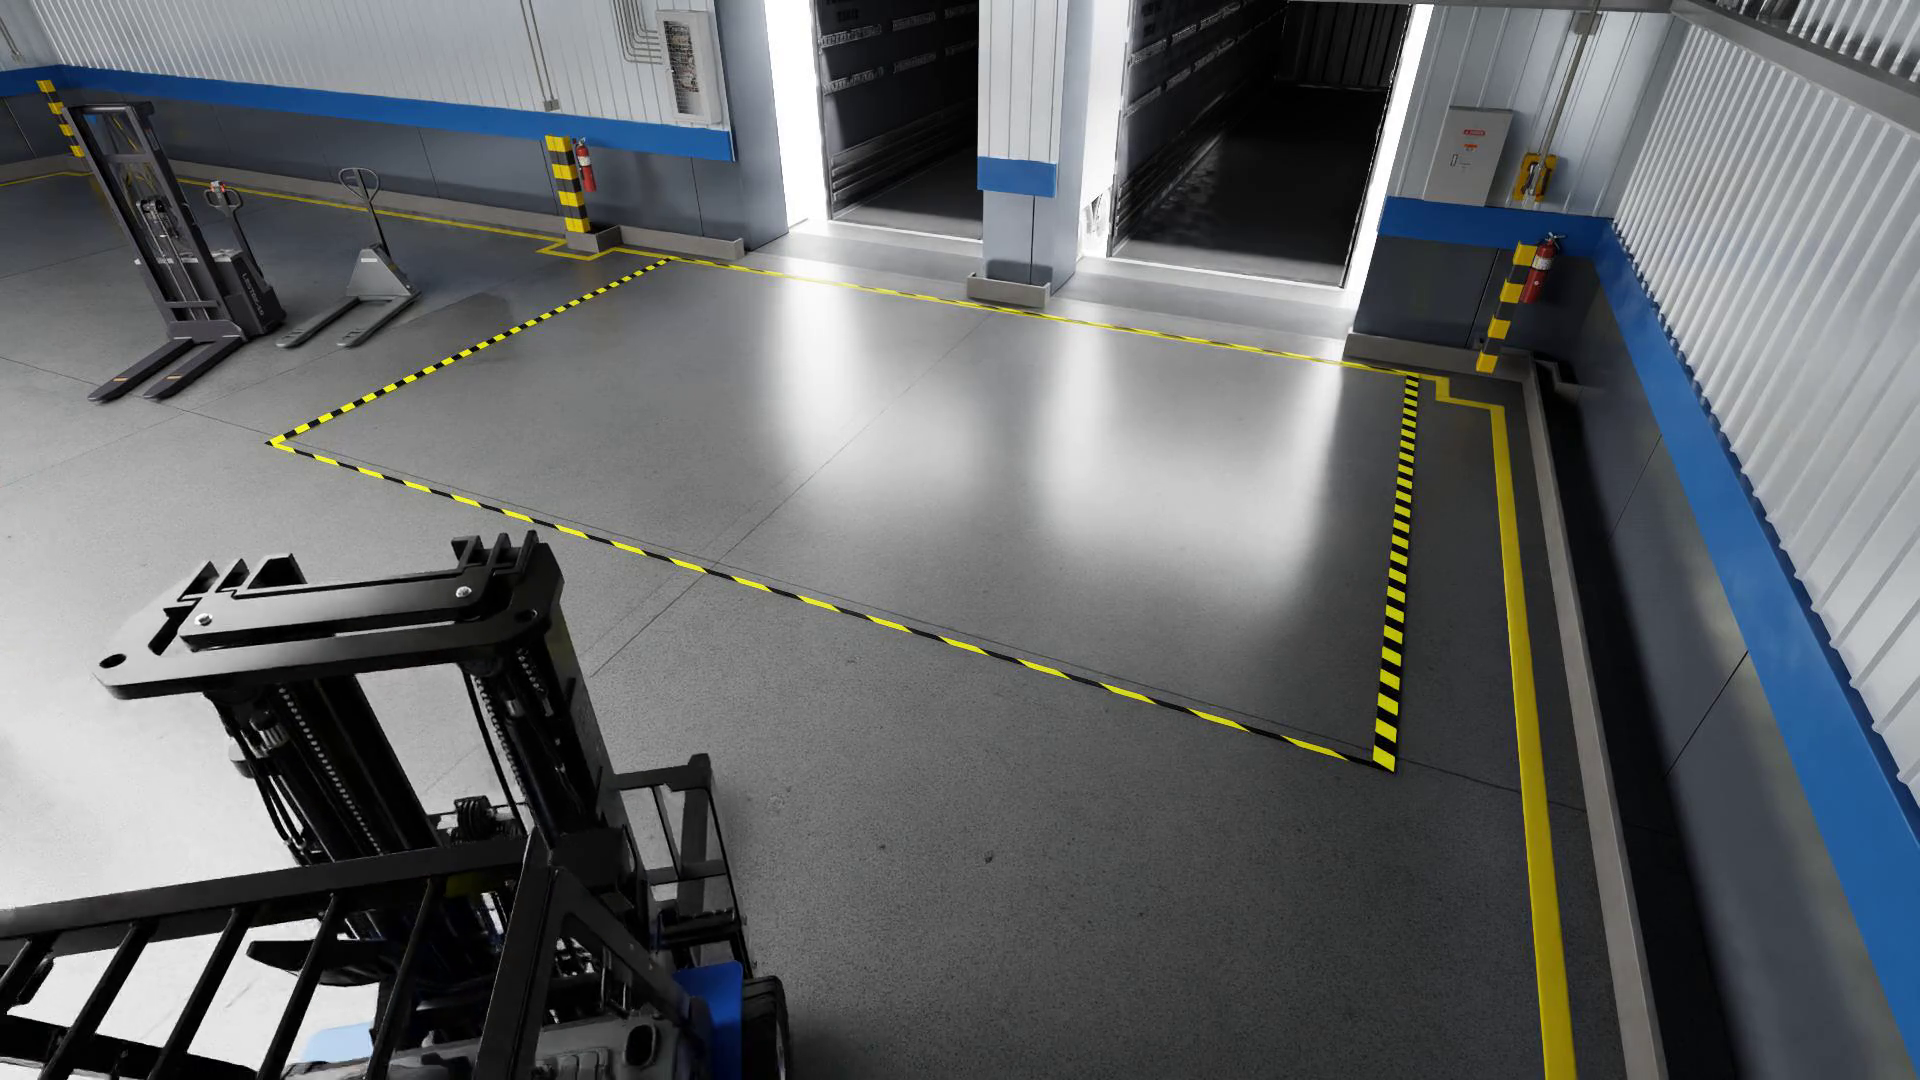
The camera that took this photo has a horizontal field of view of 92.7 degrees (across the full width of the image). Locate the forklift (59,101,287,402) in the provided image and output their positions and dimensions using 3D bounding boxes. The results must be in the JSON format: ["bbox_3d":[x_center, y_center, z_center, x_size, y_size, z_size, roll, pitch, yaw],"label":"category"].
[{"bbox_3d":[-6.686,-2.387,7.434,0.823,1.965,1.885,-3,35,-5],"label":"forklift"}]

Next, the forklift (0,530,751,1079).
[{"bbox_3d":[-1.029,1.503,1.560,1.157,2.036,2.680,-6,35,-8],"label":"forklift"}]

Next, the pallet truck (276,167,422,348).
[{"bbox_3d":[-5.732,-2.611,8.414,0.680,1.201,1.601,-1,35,-1],"label":"pallet truck"}]
